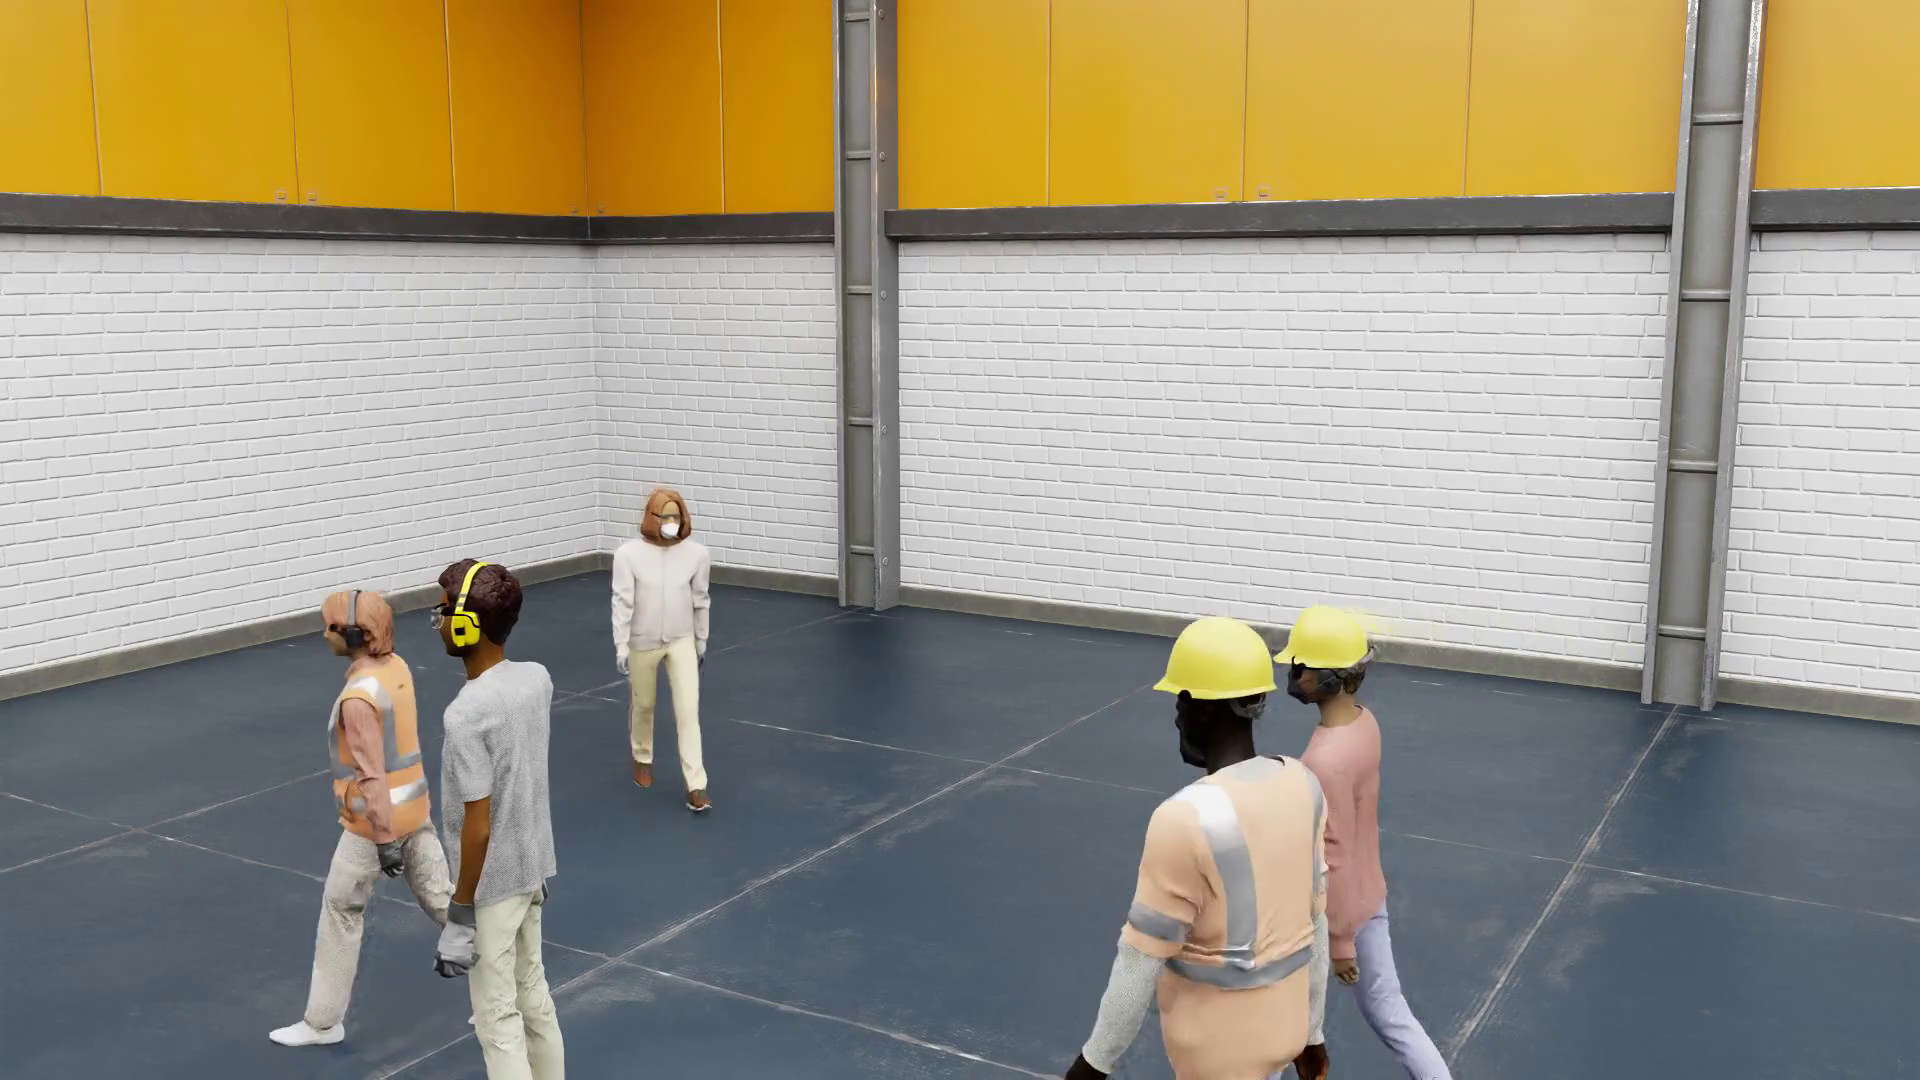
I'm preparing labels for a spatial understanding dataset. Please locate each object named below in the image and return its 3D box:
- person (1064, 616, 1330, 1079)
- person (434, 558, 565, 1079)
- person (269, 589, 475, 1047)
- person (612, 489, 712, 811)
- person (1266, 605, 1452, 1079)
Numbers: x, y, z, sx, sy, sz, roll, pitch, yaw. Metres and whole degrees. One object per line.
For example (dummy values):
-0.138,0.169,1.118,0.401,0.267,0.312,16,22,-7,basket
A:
0.561,1.106,3.845,0.976,1.874,0.592,7,11,36,person
-1.309,0.976,4.660,0.329,1.873,0.512,2,9,10,person
-1.919,0.946,5.691,0.848,1.599,0.510,0,9,0,person
-1.491,0.530,8.335,0.512,1.587,0.872,-3,10,-20,person
1.108,1.037,4.775,0.915,1.728,0.522,5,10,28,person
